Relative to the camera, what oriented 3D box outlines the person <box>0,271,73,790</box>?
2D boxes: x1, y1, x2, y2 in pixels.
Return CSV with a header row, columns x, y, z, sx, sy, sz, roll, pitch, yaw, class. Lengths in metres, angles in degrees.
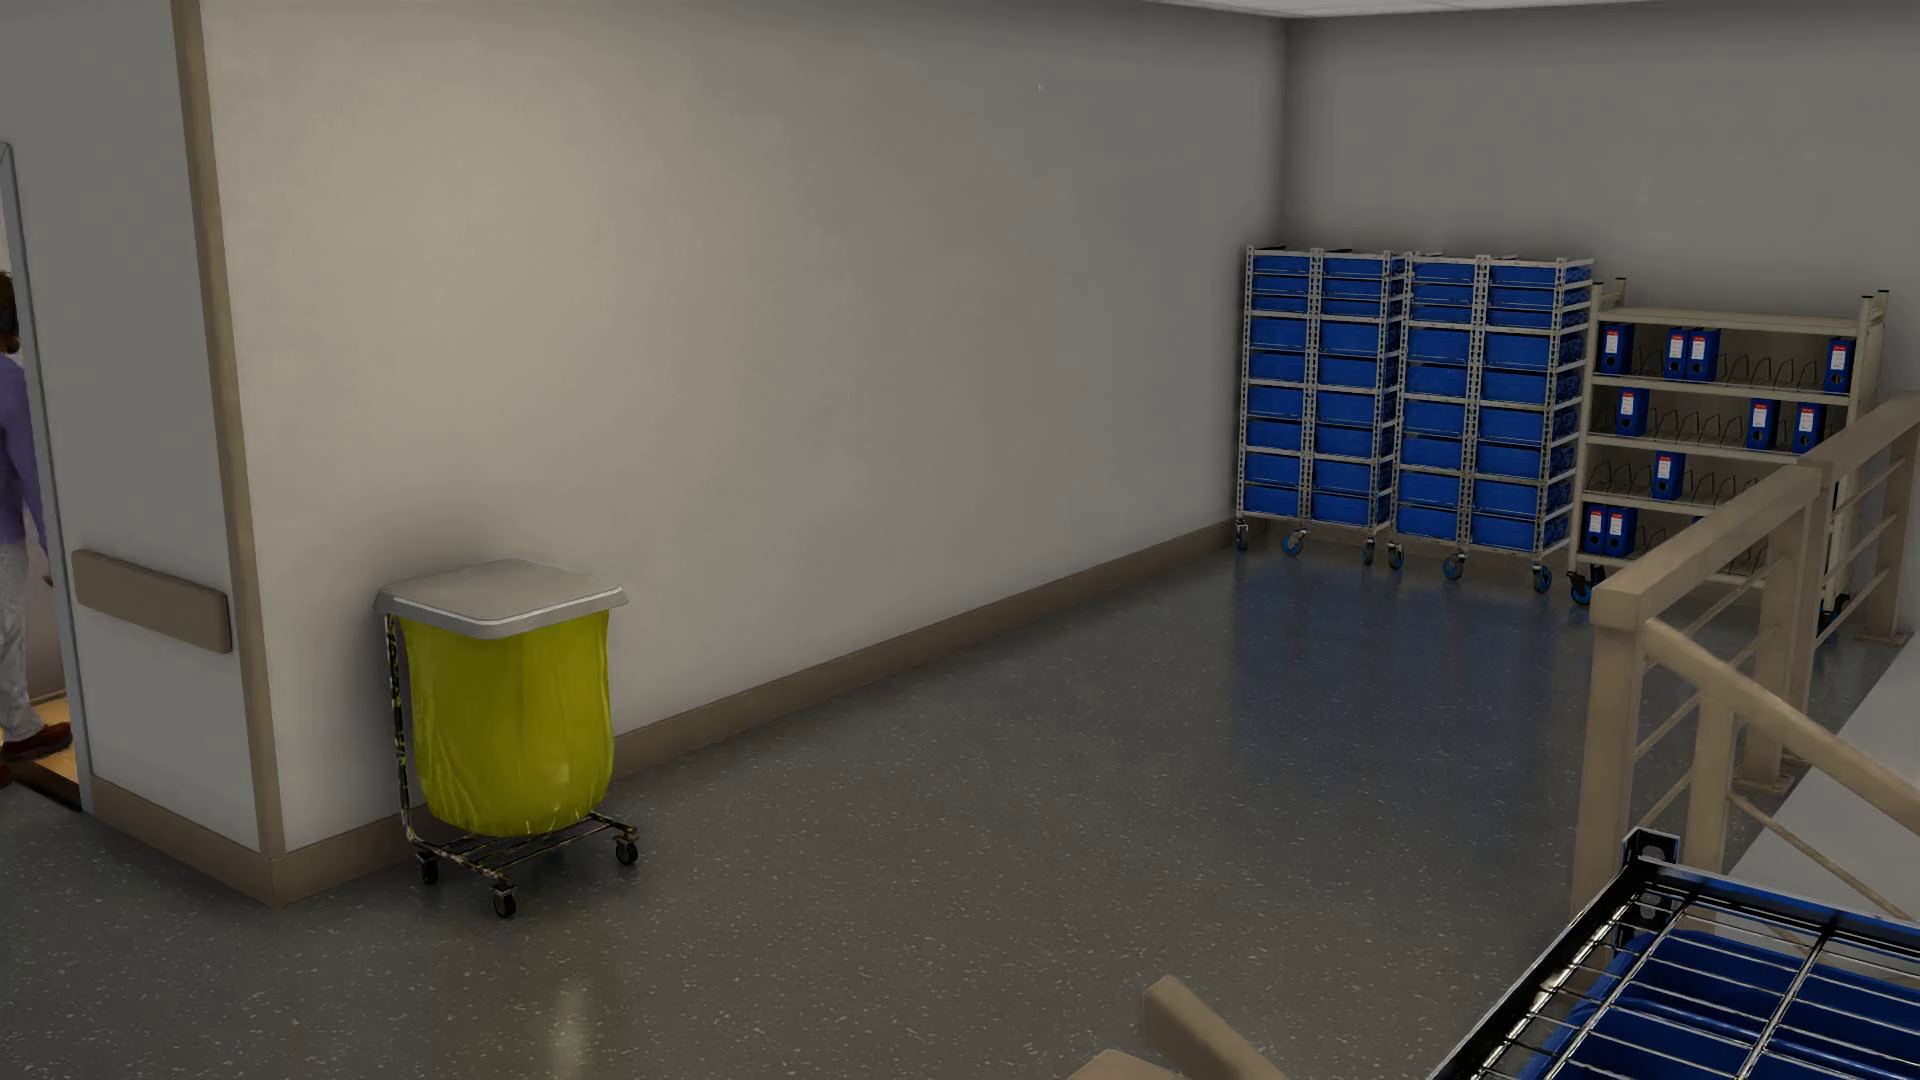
x,y,z,sx,sy,sz,roll,pitch,yaw,class
-3.461,-0.014,6.025,0.686,1.881,0.822,6,15,23,person
